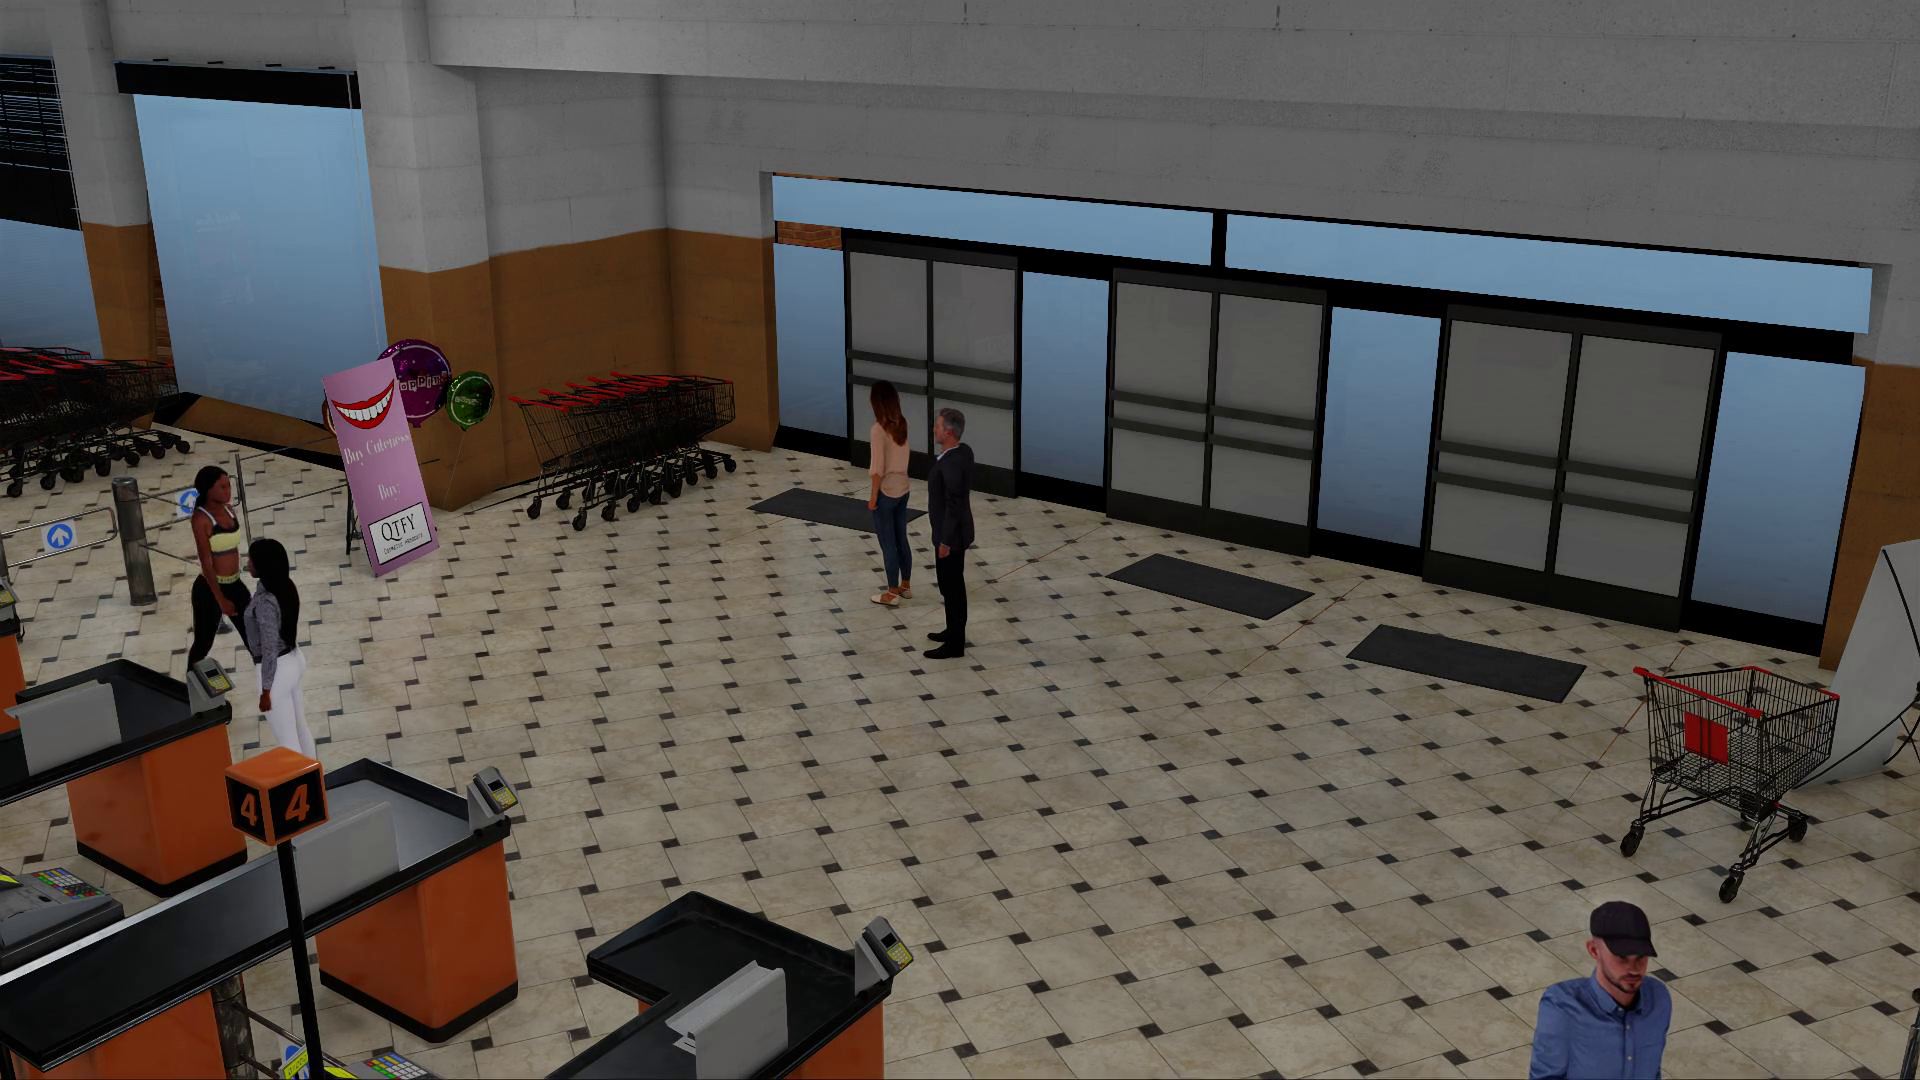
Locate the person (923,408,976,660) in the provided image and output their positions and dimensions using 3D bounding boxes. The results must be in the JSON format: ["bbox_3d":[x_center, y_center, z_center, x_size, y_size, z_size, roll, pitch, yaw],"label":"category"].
[{"bbox_3d":[-0.070,-0.066,12.010,0.865,1.842,0.740,1,19,4],"label":"person"}]

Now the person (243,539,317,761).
[{"bbox_3d":[-3.926,0.800,9.624,0.732,1.725,0.656,-2,19,-5],"label":"person"}]

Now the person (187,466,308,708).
[{"bbox_3d":[-4.933,0.373,10.925,0.817,1.704,1.141,7,20,20],"label":"person"}]

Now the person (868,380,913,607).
[{"bbox_3d":[-0.542,-0.368,12.987,0.643,1.789,0.448,12,22,31],"label":"person"}]

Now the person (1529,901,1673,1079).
[{"bbox_3d":[2.130,2.061,5.629,0.727,1.887,0.786,-3,19,-10],"label":"person"}]
